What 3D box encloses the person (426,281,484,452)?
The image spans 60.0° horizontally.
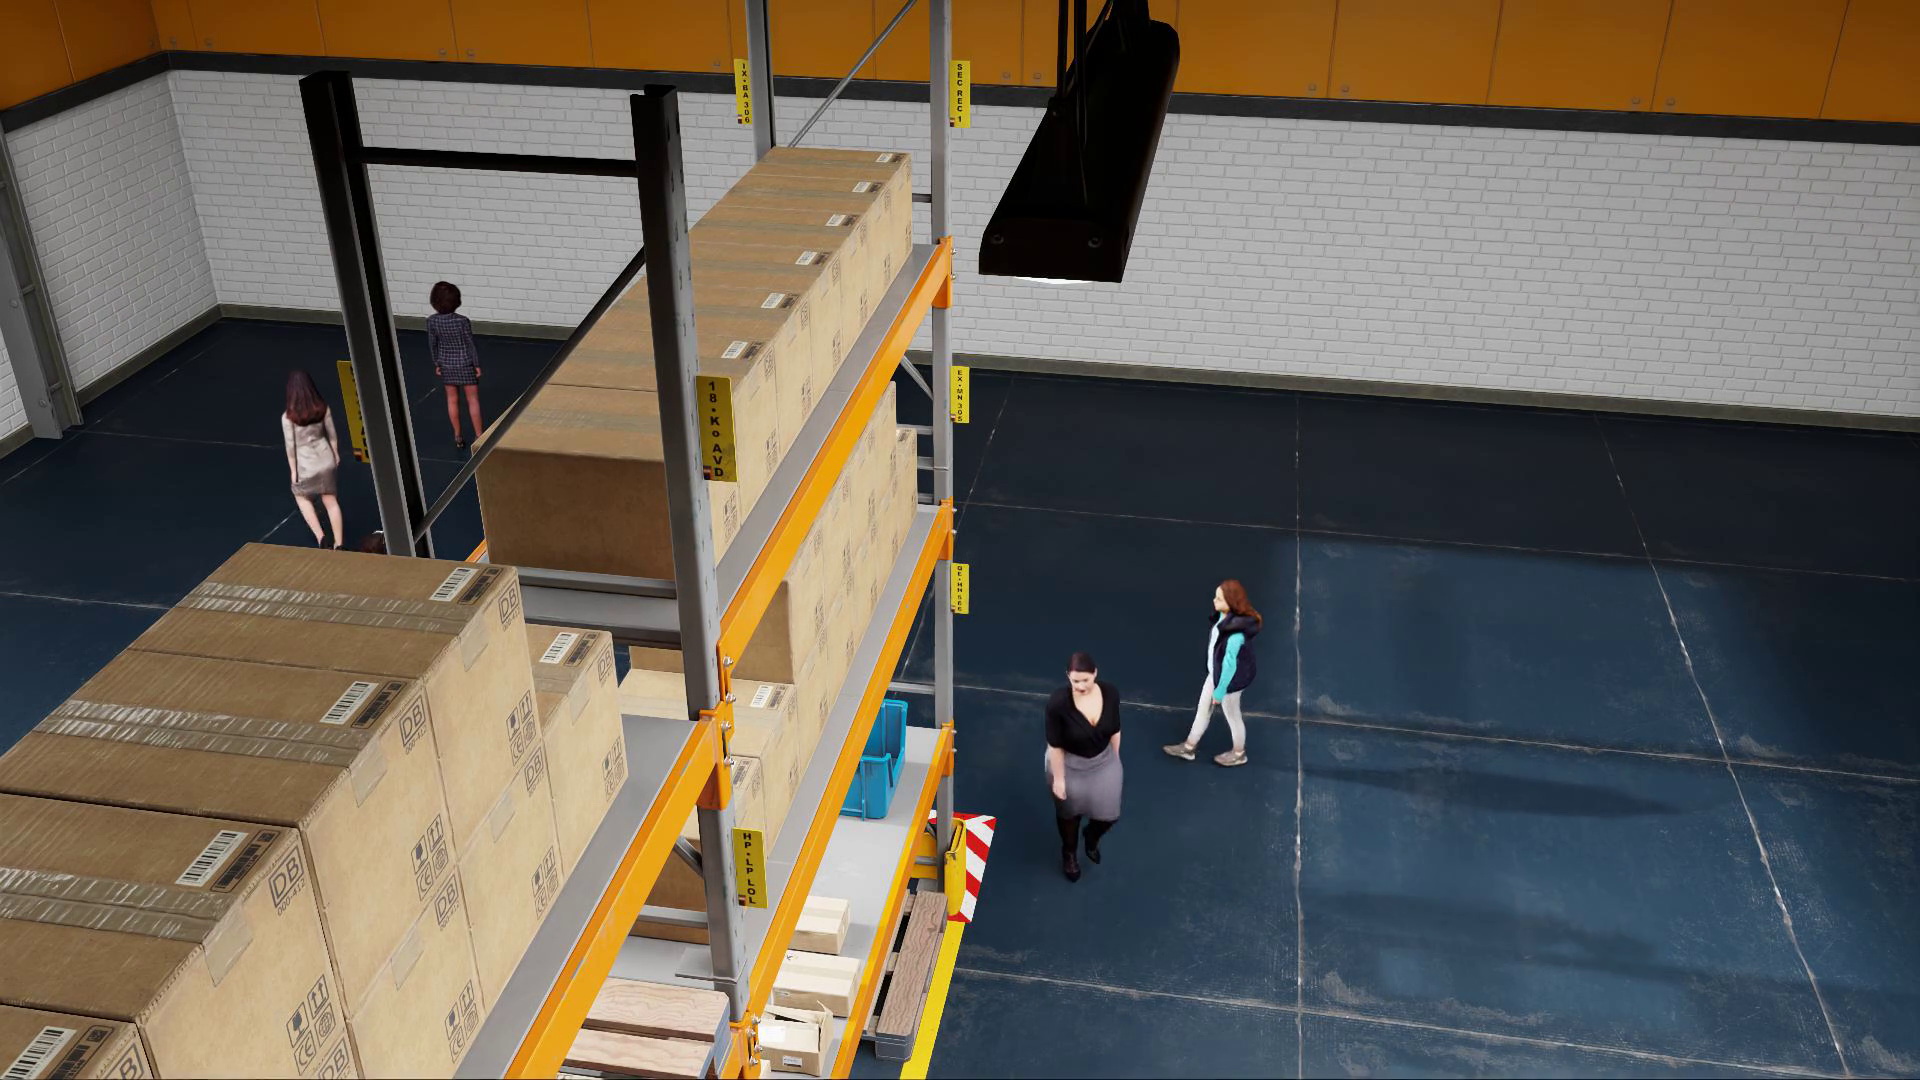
[{"bbox_3d":[-4.807,-1.648,15.919,0.634,1.701,0.568,2,29,3],"label":"person"}]

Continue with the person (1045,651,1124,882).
[{"bbox_3d":[0.710,1.376,10.340,0.779,1.733,0.801,-9,30,-17],"label":"person"}]

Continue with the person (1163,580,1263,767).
[{"bbox_3d":[1.900,0.928,11.420,0.796,1.485,0.842,-4,29,-8],"label":"person"}]

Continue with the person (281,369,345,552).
[{"bbox_3d":[-5.362,-0.574,13.920,0.739,1.728,0.813,-25,37,-38],"label":"person"}]
